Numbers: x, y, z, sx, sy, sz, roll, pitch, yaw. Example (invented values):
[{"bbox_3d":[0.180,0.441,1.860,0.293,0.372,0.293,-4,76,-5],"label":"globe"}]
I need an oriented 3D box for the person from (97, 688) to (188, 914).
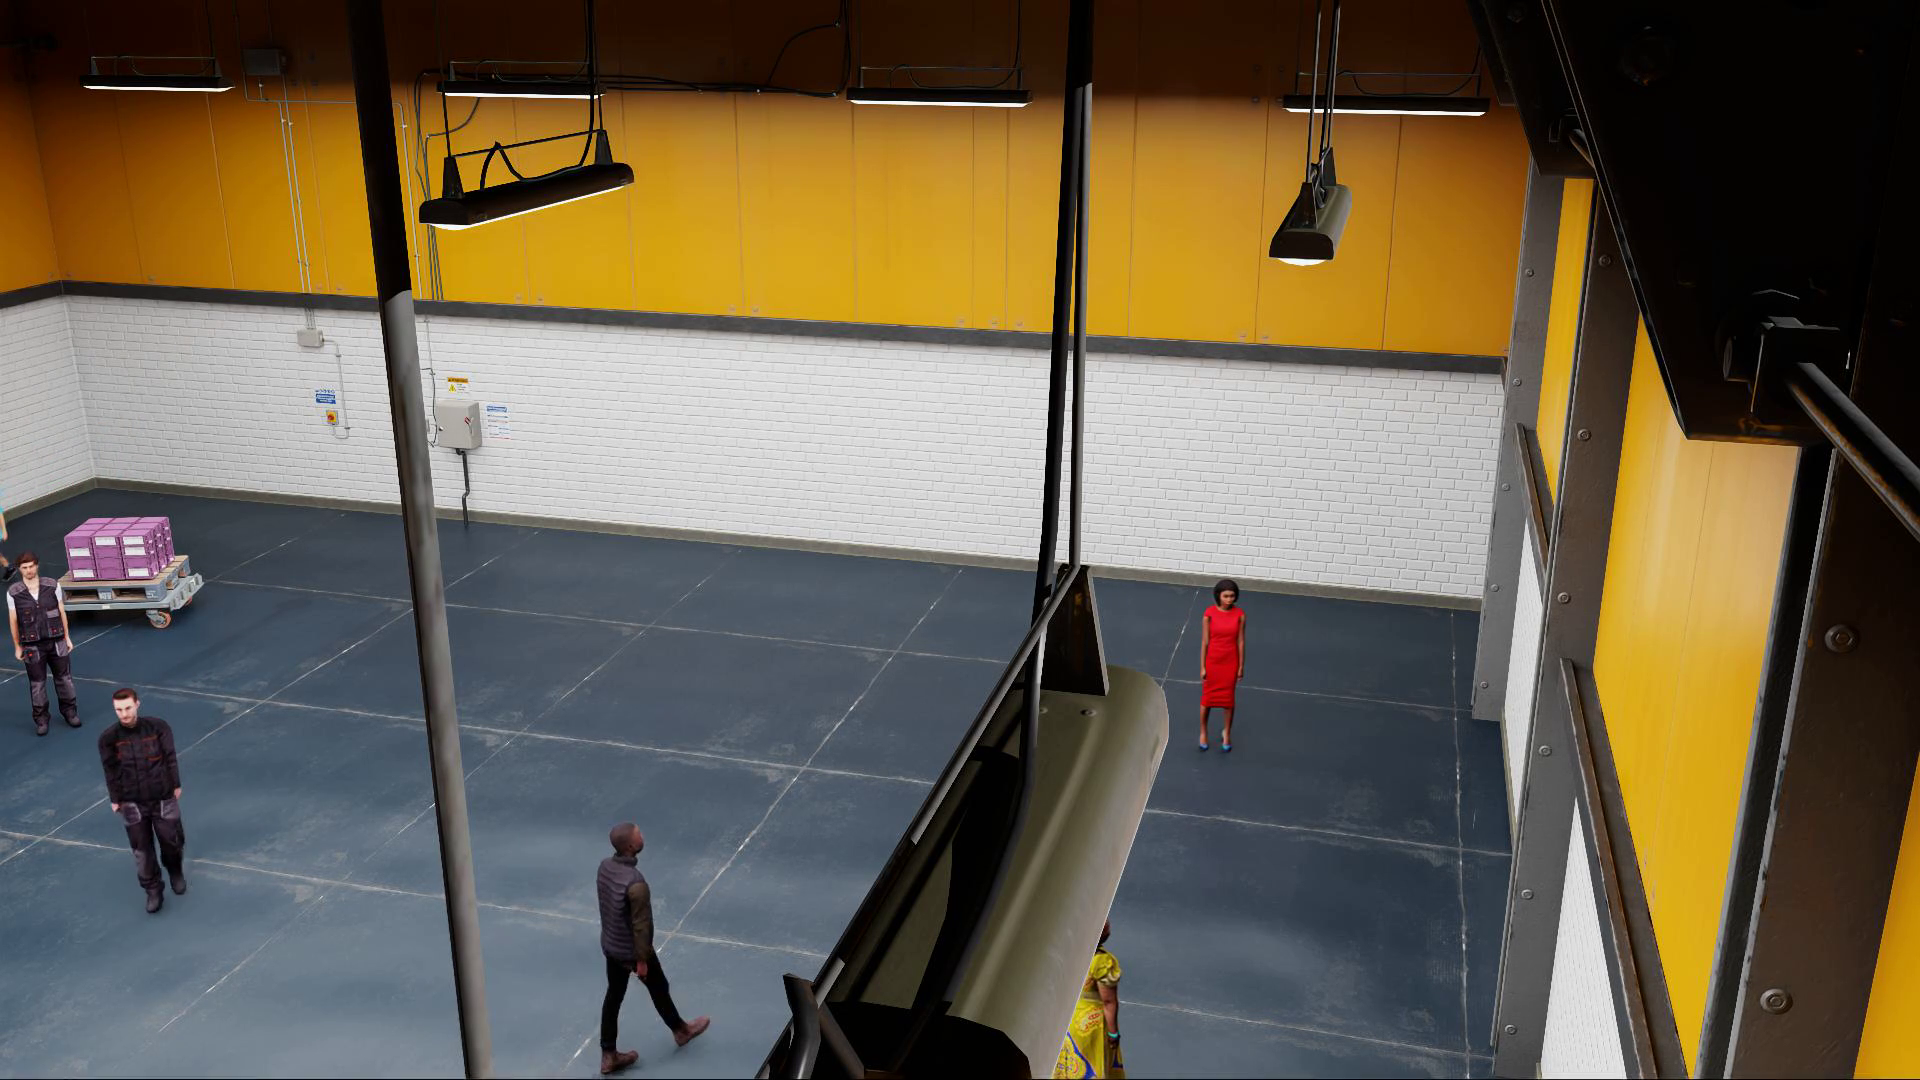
[{"bbox_3d":[-6.472,2.025,13.244,0.849,1.896,0.897,-7,20,-21],"label":"person"}]

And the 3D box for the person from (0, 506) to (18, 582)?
[{"bbox_3d":[-11.822,-0.110,20.335,0.605,1.417,0.993,2,19,7],"label":"person"}]

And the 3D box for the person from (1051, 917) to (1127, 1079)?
[{"bbox_3d":[0.814,3.058,10.548,1.036,1.660,0.999,-13,23,-34],"label":"person"}]

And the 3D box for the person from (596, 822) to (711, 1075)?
[{"bbox_3d":[-2.304,2.772,11.171,1.191,1.804,1.070,-15,24,-38],"label":"person"}]

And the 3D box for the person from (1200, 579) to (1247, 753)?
[{"bbox_3d":[2.504,1.196,15.950,0.609,1.741,0.569,1,19,3],"label":"person"}]

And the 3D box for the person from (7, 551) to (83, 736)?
[{"bbox_3d":[-9.041,0.990,16.391,0.719,1.849,0.811,-14,23,-35],"label":"person"}]
